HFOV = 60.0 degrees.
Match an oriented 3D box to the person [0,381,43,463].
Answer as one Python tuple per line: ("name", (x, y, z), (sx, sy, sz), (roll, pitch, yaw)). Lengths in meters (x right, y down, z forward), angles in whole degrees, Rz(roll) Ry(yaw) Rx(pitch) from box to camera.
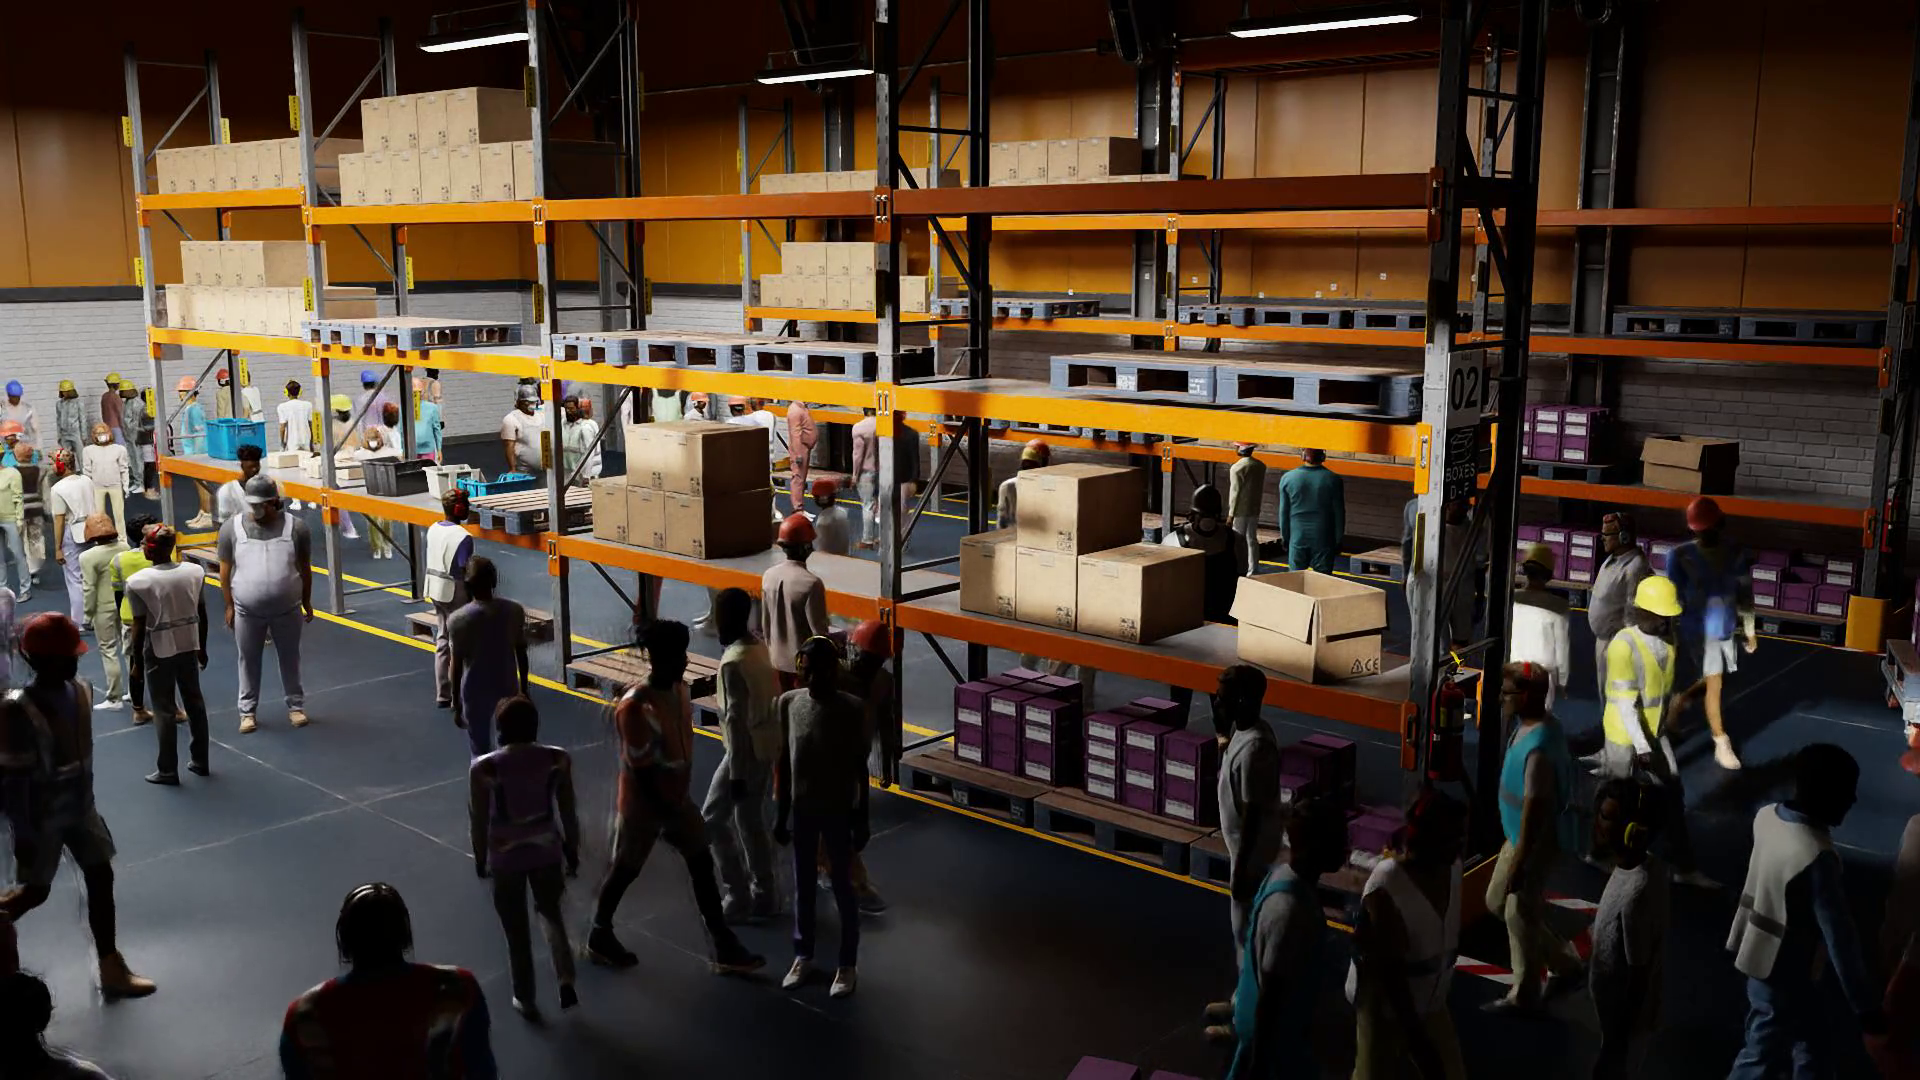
("person", (-13.156, -1.260, 23.226), (0.634, 1.887, 1.032), (-8, 13, -39))

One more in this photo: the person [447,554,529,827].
("person", (-2.993, 0.999, 10.626), (0.529, 1.835, 0.504), (-7, 12, -36))

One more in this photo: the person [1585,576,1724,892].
("person", (4.054, 1.138, 9.682), (0.594, 1.880, 0.930), (-6, 12, -31))

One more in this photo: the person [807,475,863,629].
("person", (-1.108, 0.268, 15.042), (0.615, 1.730, 0.573), (4, 11, 20))

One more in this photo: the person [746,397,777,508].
("person", (-2.666, -1.064, 22.176), (0.356, 1.879, 0.565), (8, 13, 38))

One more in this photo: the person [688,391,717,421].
("person", (-4.473, -2.196, 28.486), (0.641, 1.908, 0.407), (0, 10, -1))

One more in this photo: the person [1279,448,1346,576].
("person", (3.449, -0.036, 16.280), (0.643, 1.908, 0.411), (4, 11, 21))

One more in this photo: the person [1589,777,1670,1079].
("person", (2.412, 1.775, 6.127), (0.328, 1.877, 0.513), (4, 11, 21))

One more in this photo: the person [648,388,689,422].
("person", (-4.444, -1.699, 25.299), (0.704, 2.000, 0.540), (-1, 10, -7))

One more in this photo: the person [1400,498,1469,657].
("person", (4.043, 0.315, 14.242), (0.368, 1.932, 0.625), (-8, 13, -36))

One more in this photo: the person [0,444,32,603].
("person", (-10.146, -0.196, 17.601), (0.523, 1.762, 0.337), (1, 10, 3))

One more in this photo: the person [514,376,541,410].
("person", (-7.304, -2.058, 28.206), (0.493, 1.728, 0.324), (-1, 10, -4))

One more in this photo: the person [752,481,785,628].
("person", (-1.678, 0.351, 14.330), (0.403, 1.823, 0.597), (-5, 11, -28))

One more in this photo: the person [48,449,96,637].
("person", (-8.563, 0.028, 16.123), (0.394, 1.836, 0.560), (1, 10, 6))

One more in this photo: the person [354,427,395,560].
("person", (-7.025, -0.548, 19.987), (0.516, 1.614, 0.532), (-3, 11, -19))

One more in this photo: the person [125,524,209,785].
("person", (-5.545, 0.802, 11.699), (0.383, 1.847, 0.570), (6, 12, 32))

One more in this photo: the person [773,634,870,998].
("person", (-0.703, 1.380, 8.413), (0.512, 1.860, 0.329), (4, 11, 19))

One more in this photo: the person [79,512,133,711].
("person", (-6.942, 0.579, 13.570), (0.288, 1.632, 0.501), (4, 11, 20))

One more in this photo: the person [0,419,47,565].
("person", (-11.136, -0.559, 19.684), (0.569, 1.746, 0.351), (4, 11, 19))

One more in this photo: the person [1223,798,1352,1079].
("person", (1.127, 1.811, 6.203), (0.993, 1.797, 0.515), (1, 10, 8))

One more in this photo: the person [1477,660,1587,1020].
("person", (2.760, 1.464, 8.014), (0.442, 1.820, 0.596), (2, 10, 14))

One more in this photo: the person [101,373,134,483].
("person", (-13.484, -1.791, 26.593), (0.533, 1.767, 0.326), (6, 12, 32))

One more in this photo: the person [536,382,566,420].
("person", (-5.601, -1.185, 22.607), (0.614, 1.962, 0.366), (-4, 11, -23))

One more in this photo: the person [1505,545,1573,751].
("person", (3.900, 0.908, 11.400), (0.556, 1.752, 0.405), (7, 12, 35))

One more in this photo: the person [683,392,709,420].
("person", (-3.723, -1.289, 23.788), (0.329, 1.753, 0.560), (4, 11, 19))

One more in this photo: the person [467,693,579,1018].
("person", (-2.110, 1.553, 8.097), (0.515, 1.624, 0.405), (-5, 11, -28))

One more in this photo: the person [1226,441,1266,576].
("person", (3.137, -0.334, 18.381), (0.320, 1.755, 0.568), (9, 14, 43))

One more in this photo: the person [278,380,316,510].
("person", (-9.521, -1.366, 23.893), (0.518, 1.874, 0.329), (-8, 13, -39))

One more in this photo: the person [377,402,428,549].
("person", (-6.972, -0.787, 20.703), (0.885, 1.848, 0.564), (1, 10, 7))

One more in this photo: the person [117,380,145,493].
("person", (-12.728, -1.592, 25.556), (0.485, 1.738, 0.321), (9, 14, 42))

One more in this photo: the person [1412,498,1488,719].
("person", (3.907, 0.471, 13.278), (0.608, 1.959, 0.374), (-1, 10, -4))

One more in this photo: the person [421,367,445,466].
("person", (-8.749, -2.048, 27.596), (0.594, 1.922, 0.376), (8, 13, 37))

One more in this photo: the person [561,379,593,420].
("person", (-6.377, -2.066, 27.372), (0.698, 2.000, 1.033), (4, 11, 24))

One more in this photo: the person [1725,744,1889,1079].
("person", (3.372, 1.705, 6.509), (0.871, 1.876, 0.594), (2, 10, 13))

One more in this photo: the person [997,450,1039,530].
("person", (0.644, 0.033, 16.004), (0.593, 1.856, 0.902), (0, 10, -2))

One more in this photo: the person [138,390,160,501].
("person", (-12.116, -1.437, 24.879), (0.320, 1.665, 0.632), (-5, 11, -25))

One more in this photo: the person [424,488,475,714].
("person", (-4.110, 0.498, 13.472), (0.560, 1.837, 0.387), (9, 13, 41))
